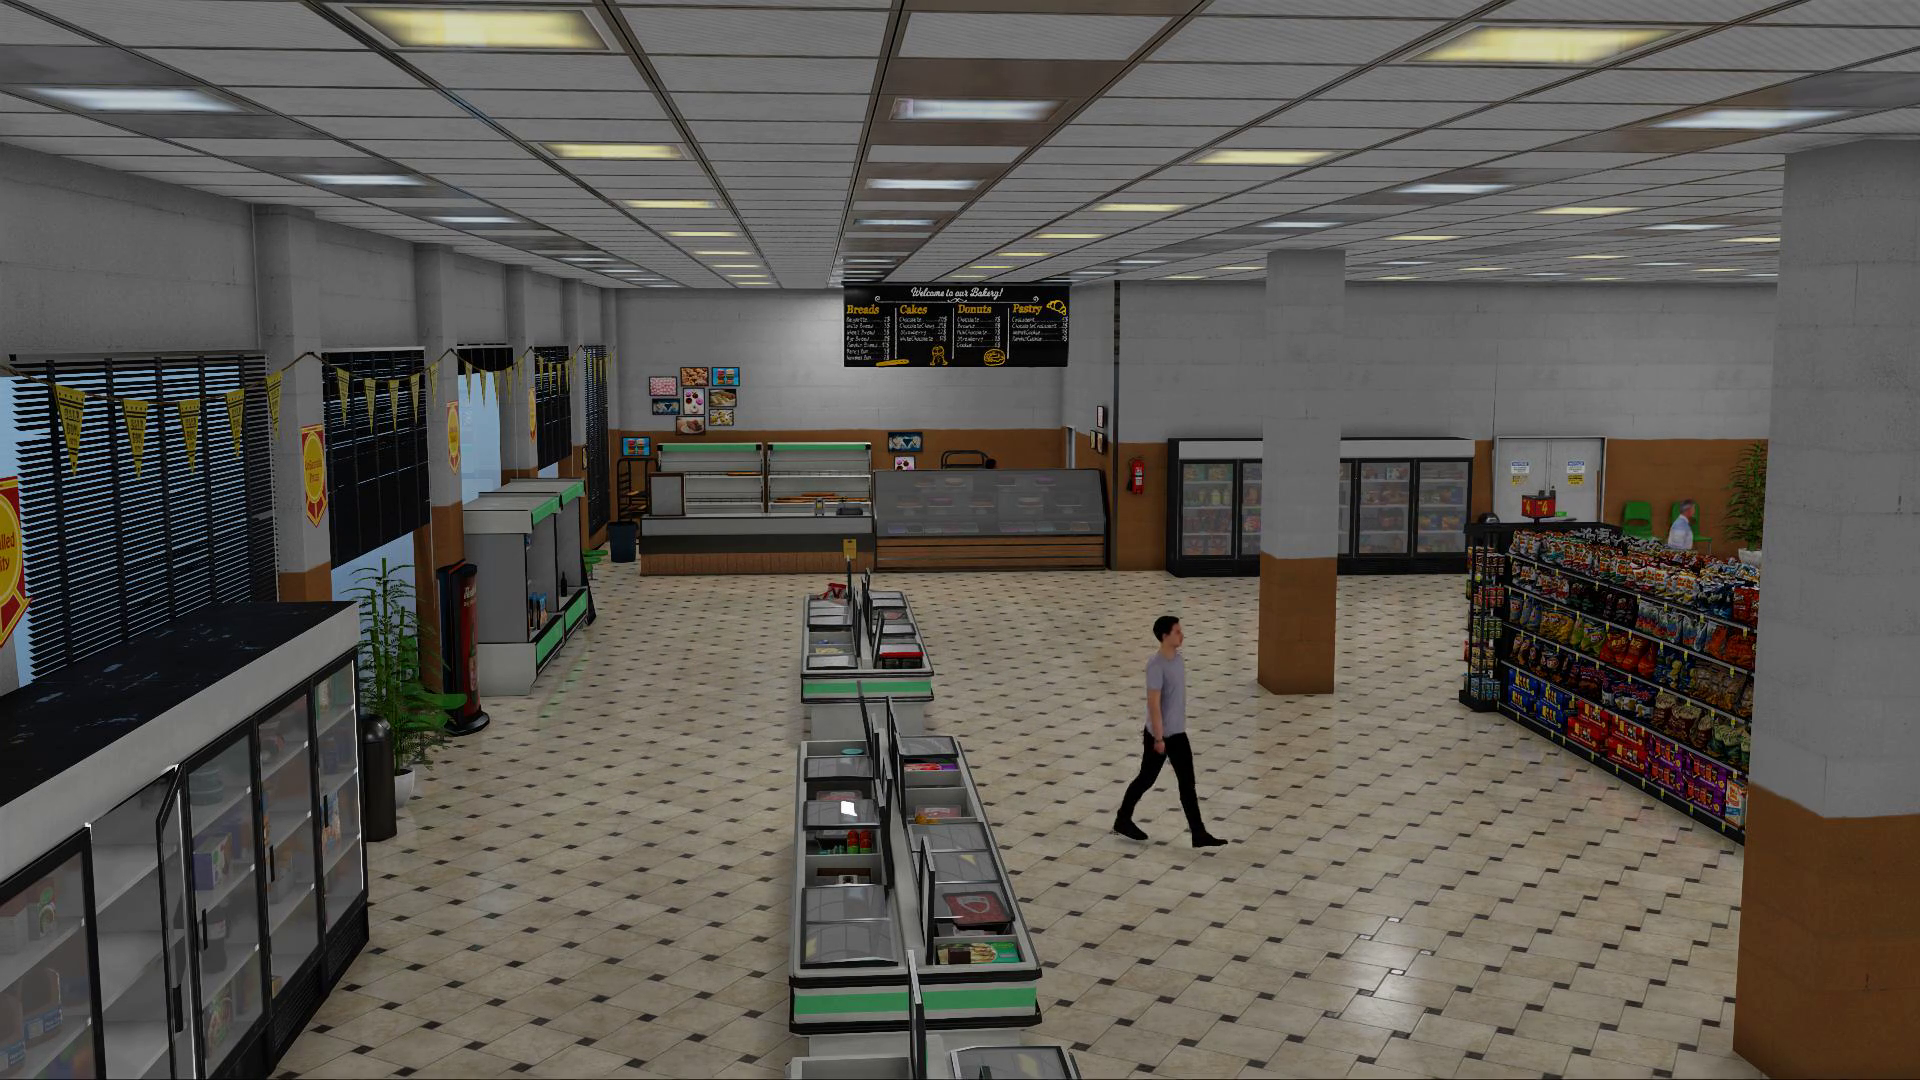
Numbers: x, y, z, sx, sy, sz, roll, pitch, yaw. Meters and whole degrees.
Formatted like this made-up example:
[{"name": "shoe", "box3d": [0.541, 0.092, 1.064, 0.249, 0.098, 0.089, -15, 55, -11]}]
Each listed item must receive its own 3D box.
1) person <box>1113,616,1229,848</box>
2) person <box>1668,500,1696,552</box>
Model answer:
[{"name": "person", "box3d": [1.532, 1.528, 13.110, 1.245, 1.820, 1.229, 5, 8, 35]}, {"name": "person", "box3d": [9.818, 0.349, 22.959, 0.924, 1.798, 0.856, 3, 7, 23]}]
